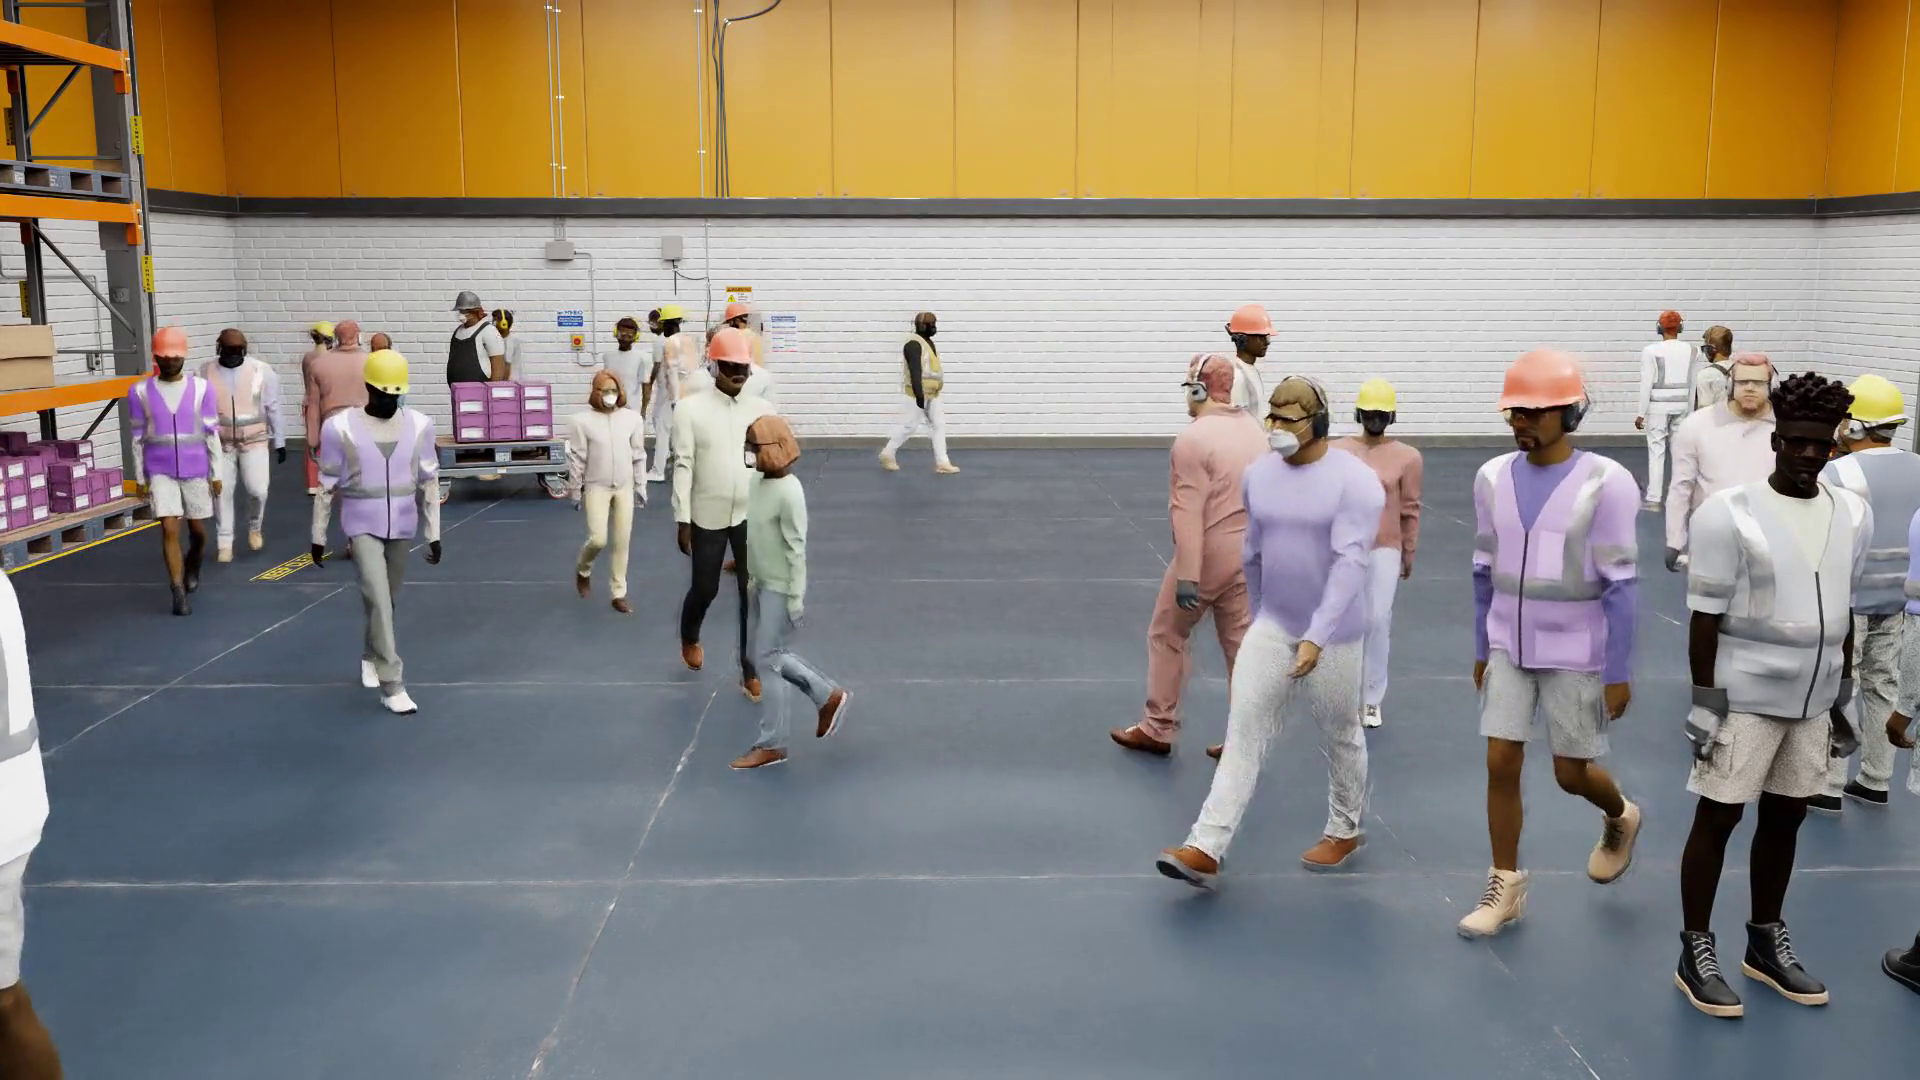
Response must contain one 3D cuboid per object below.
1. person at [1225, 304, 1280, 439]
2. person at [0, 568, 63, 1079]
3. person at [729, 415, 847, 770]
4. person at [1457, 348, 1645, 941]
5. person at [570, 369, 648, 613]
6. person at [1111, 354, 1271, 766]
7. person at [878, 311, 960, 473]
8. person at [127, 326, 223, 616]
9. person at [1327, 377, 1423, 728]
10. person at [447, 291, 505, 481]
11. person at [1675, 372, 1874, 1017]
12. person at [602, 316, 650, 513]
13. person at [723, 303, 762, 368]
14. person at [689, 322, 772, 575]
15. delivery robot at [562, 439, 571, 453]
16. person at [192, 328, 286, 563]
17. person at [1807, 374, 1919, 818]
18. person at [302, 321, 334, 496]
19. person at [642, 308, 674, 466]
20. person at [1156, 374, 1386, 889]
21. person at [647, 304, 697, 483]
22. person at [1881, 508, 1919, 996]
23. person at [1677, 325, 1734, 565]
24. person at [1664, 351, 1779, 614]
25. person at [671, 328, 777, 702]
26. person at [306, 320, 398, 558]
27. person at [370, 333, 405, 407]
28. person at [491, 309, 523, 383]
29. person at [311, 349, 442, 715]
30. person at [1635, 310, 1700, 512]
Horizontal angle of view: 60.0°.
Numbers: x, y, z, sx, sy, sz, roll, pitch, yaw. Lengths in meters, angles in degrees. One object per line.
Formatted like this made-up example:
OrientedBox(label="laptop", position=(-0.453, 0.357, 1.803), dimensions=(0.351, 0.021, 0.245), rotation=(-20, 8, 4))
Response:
OrientedBox(label="person", position=(1.838, -0.485, 10.677), dimensions=(0.379, 2.041, 0.616), rotation=(3, 10, 18))
OrientedBox(label="person", position=(-2.334, 0.684, 3.859), dimensions=(0.409, 1.937, 0.546), rotation=(-4, 10, -22))
OrientedBox(label="person", position=(-0.797, 0.225, 7.601), dimensions=(0.543, 1.617, 0.504), rotation=(-4, 10, -26))
OrientedBox(label="person", position=(2.076, 0.344, 5.703), dimensions=(0.788, 2.015, 0.622), rotation=(-7, 12, -38))
OrientedBox(label="person", position=(-2.349, -0.330, 11.044), dimensions=(0.500, 1.617, 0.464), rotation=(-6, 11, -32))
OrientedBox(label="person", position=(1.071, 0.089, 7.661), dimensions=(0.836, 1.874, 0.684), rotation=(9, 13, 44))
OrientedBox(label="person", position=(-0.477, -1.638, 18.489), dimensions=(0.897, 1.809, 0.614), rotation=(4, 10, 24))
OrientedBox(label="person", position=(-5.242, -0.487, 11.147), dimensions=(0.542, 1.905, 0.836), rotation=(-5, 10, -27))
OrientedBox(label="person", position=(2.085, 0.021, 8.529), dimensions=(0.524, 1.734, 0.827), rotation=(3, 10, 18))
OrientedBox(label="person", position=(-5.236, -1.650, 17.831), dimensions=(0.688, 2.000, 0.536), rotation=(6, 11, 33))
OrientedBox(label="person", position=(2.490, 0.466, 5.087), dimensions=(0.608, 1.963, 0.370), rotation=(-2, 10, -14))
OrientedBox(label="person", position=(-3.119, -1.164, 15.471), dimensions=(0.586, 1.837, 0.449), rotation=(4, 10, 21))
OrientedBox(label="person", position=(-2.347, -1.623, 18.088), dimensions=(0.508, 1.899, 0.597), rotation=(3, 10, 20))
OrientedBox(label="person", position=(-1.580, -0.601, 11.875), dimensions=(0.651, 1.896, 0.932), rotation=(-7, 11, -35))
OrientedBox(label="delivery robot", position=(-4.014, -0.962, 17.864), dimensions=(0.707, 0.478, 0.477), rotation=(-1, 9, -6))
OrientedBox(label="person", position=(-5.604, -0.734, 12.901), dimensions=(0.710, 1.815, 0.467), rotation=(-3, 10, -19))
OrientedBox(label="person", position=(3.710, 0.235, 6.895), dimensions=(0.586, 1.837, 0.403), rotation=(-3, 10, -17))
OrientedBox(label="person", position=(-6.341, -1.321, 16.702), dimensions=(0.563, 1.735, 0.619), rotation=(4, 10, 25))
OrientedBox(label="person", position=(-3.392, -1.747, 19.077), dimensions=(0.371, 1.827, 0.580), rotation=(2, 9, 10))
OrientedBox(label="person", position=(1.179, 0.355, 6.009), dimensions=(0.631, 1.877, 1.040), rotation=(9, 13, 43))
OrientedBox(label="person", position=(-3.053, -1.536, 17.546), dimensions=(0.834, 1.894, 0.601), rotation=(3, 10, 19))
OrientedBox(label="person", position=(3.160, 0.476, 5.140), dimensions=(0.543, 1.928, 0.370), rotation=(1, 9, 7))
OrientedBox(label="person", position=(5.738, -0.704, 12.649), dimensions=(0.504, 1.840, 0.345), rotation=(-5, 10, -26))
OrientedBox(label="person", position=(3.919, -0.023, 8.404), dimensions=(0.663, 1.874, 0.898), rotation=(5, 10, 26))
OrientedBox(label="person", position=(-1.280, -0.157, 8.918), dimensions=(0.625, 1.968, 0.839), rotation=(-5, 10, -27))
OrientedBox(label="person", position=(-4.801, -0.810, 13.231), dimensions=(0.686, 1.849, 0.925), rotation=(-1, 9, -8))
OrientedBox(label="person", position=(-6.081, -1.375, 17.474), dimensions=(0.516, 1.603, 0.837), rotation=(0, 9, 0))
OrientedBox(label="person", position=(-5.017, -1.661, 18.589), dimensions=(0.963, 1.831, 0.540), rotation=(-4, 10, -25))
OrientedBox(label="person", position=(-3.069, -0.076, 8.750), dimensions=(0.628, 1.865, 0.979), rotation=(-7, 12, -37))
OrientedBox(label="person", position=(6.604, -1.199, 15.553), dimensions=(0.576, 1.881, 0.352), rotation=(-1, 9, -8))
